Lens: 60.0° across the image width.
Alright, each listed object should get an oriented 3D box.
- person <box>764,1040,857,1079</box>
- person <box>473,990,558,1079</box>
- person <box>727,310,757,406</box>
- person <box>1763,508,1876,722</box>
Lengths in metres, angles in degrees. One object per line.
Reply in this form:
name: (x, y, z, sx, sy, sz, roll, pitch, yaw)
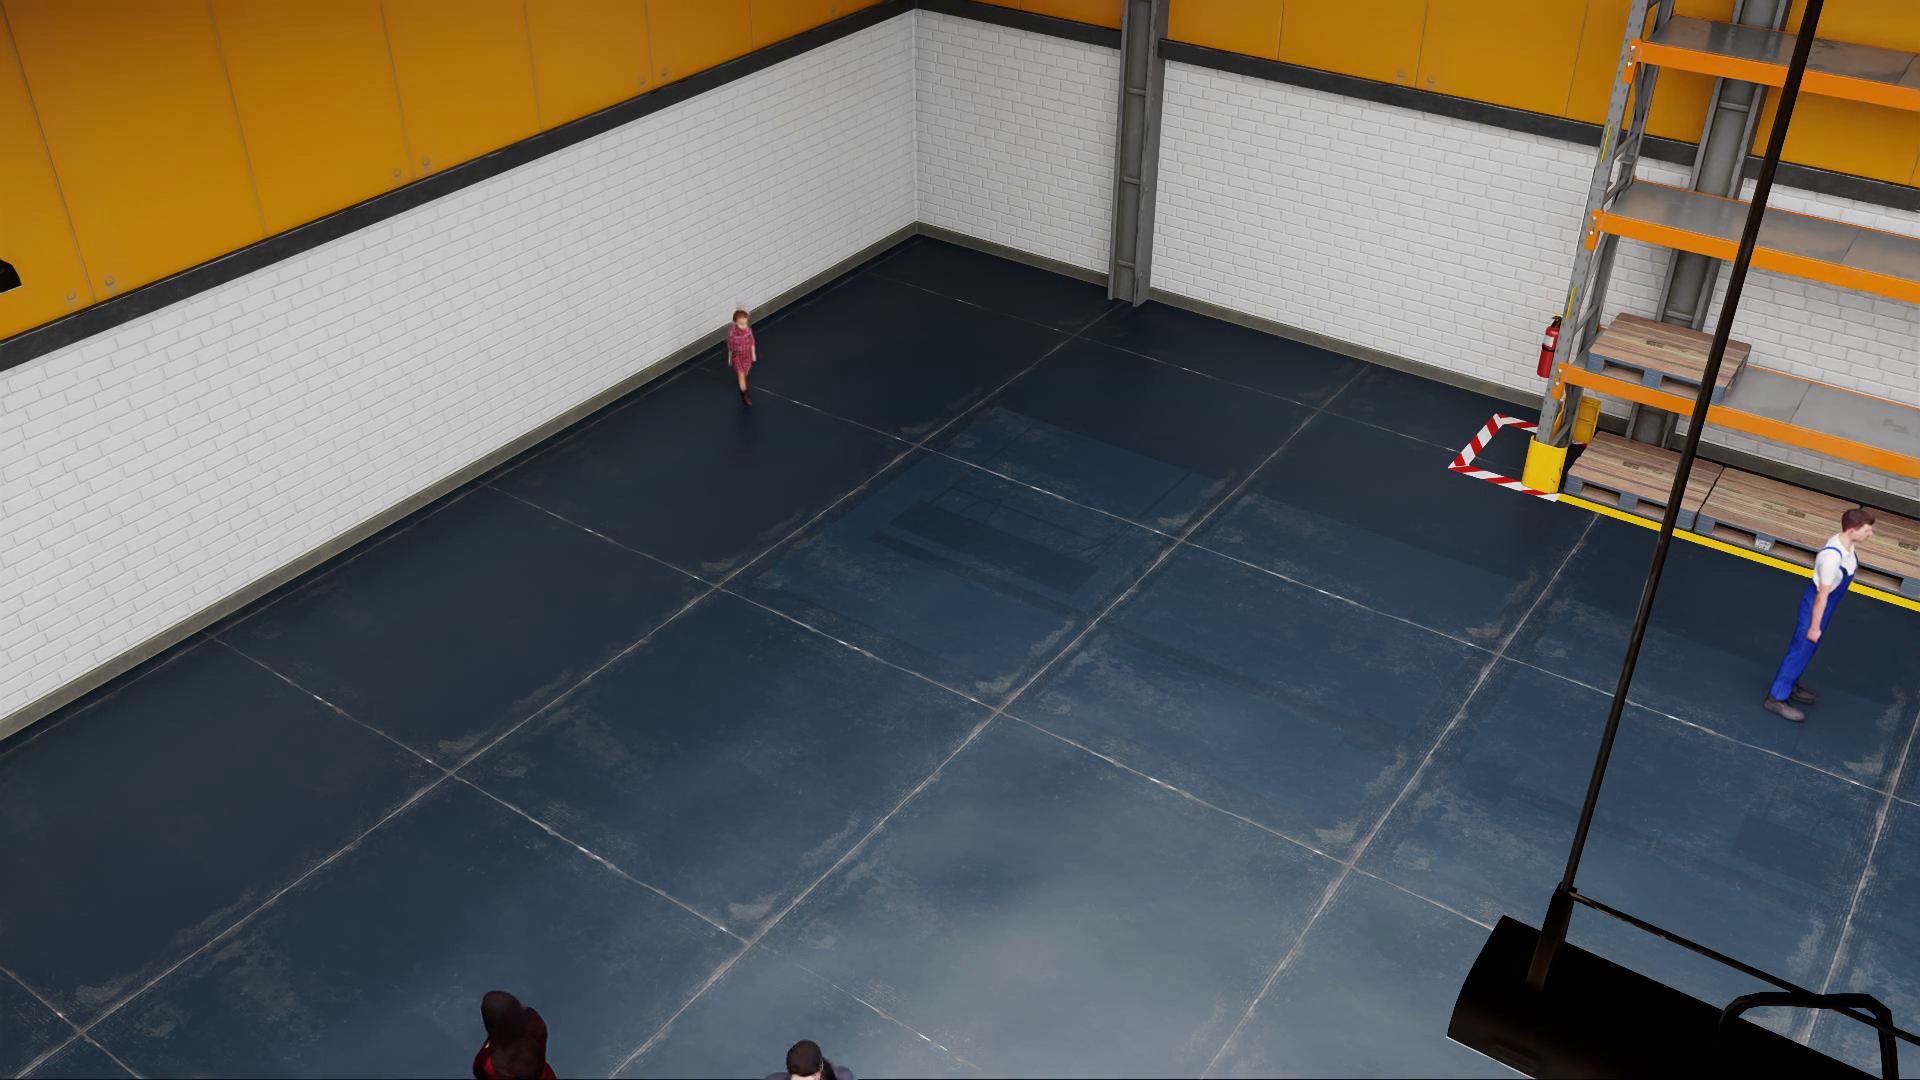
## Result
person: (-0.801, 3.198, 8.772, 0.980, 1.876, 1.044, -9, 35, -14)
person: (-2.364, 3.080, 9.057, 0.760, 1.757, 0.762, 6, 34, 8)
person: (-2.280, -1.956, 17.314, 0.688, 1.003, 0.811, -11, 35, -16)
person: (6.609, 0.529, 12.812, 0.556, 1.849, 0.621, 23, 40, 31)
